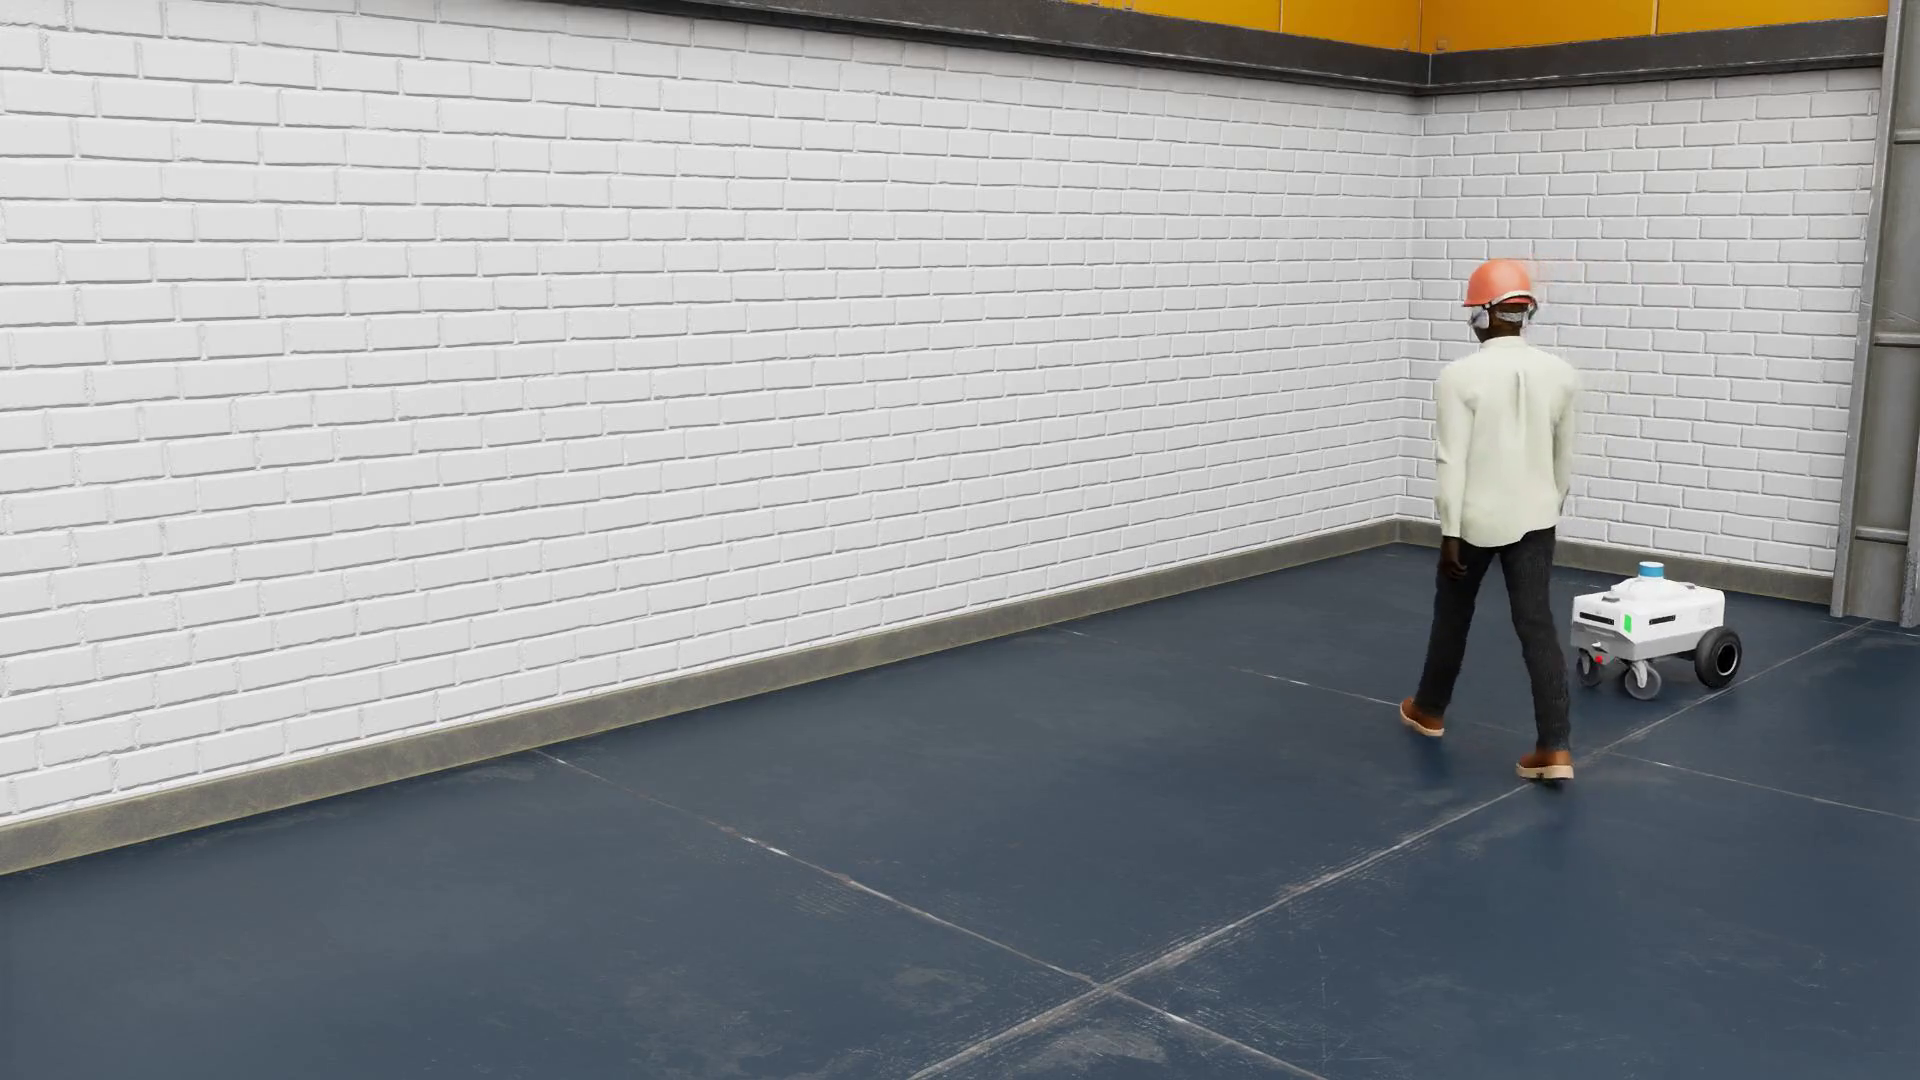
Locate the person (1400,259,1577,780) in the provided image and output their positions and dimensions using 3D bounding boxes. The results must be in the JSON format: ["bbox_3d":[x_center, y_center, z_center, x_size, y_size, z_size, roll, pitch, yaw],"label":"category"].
[{"bbox_3d":[2.073,-0.090,6.342,0.632,1.939,1.069,-2,11,-11],"label":"person"}]

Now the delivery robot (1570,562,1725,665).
[{"bbox_3d":[3.093,0.342,7.480,0.707,0.478,0.477,-6,12,-30],"label":"delivery robot"}]
